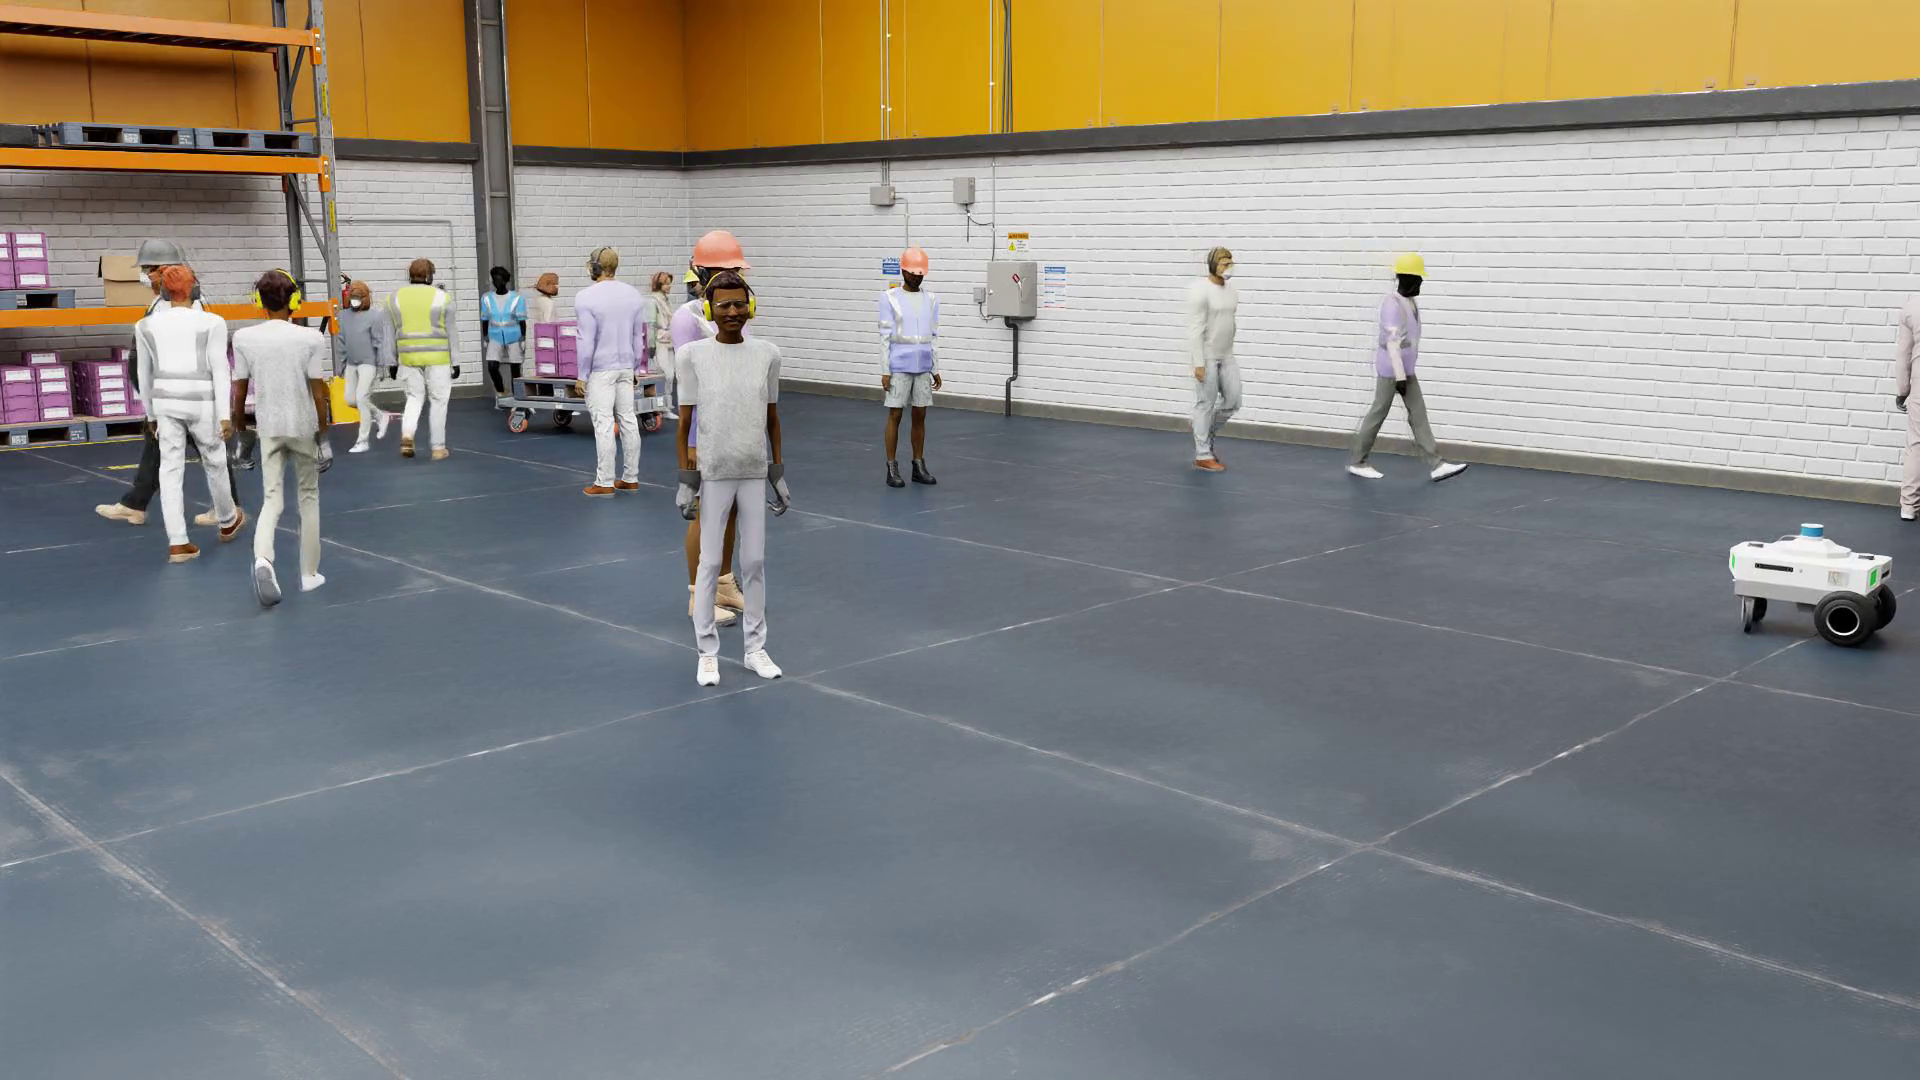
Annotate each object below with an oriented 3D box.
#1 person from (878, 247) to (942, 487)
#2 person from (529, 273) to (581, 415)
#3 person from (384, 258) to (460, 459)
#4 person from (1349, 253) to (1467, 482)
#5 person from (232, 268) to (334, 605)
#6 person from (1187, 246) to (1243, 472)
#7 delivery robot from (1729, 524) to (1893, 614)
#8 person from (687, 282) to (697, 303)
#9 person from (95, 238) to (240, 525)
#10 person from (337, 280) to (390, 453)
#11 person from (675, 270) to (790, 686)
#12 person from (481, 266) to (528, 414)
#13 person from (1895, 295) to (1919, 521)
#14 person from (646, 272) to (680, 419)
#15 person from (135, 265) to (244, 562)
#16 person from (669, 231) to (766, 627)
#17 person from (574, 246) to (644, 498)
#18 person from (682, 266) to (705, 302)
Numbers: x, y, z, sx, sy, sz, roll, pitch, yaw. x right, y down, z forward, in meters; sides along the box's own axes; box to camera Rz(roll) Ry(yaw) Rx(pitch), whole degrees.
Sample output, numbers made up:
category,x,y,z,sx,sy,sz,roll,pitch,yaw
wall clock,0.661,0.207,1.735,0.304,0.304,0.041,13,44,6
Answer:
category,x,y,z,sx,sy,sz,roll,pitch,yaw
person,-0.390,-1.391,13.441,0.542,1.928,0.377,-6,12,-28
person,-4.626,-2.174,18.597,0.605,1.614,0.525,-5,11,-24
person,-4.803,-1.609,14.916,0.646,1.819,0.531,0,10,0
person,3.666,-1.404,13.655,0.995,1.870,0.616,8,13,36
person,-3.762,-0.575,9.228,0.519,1.849,0.806,-1,10,-8
person,2.179,-1.536,14.222,0.640,1.924,0.434,-9,14,-42
delivery robot,4.321,0.160,8.472,0.707,0.478,0.477,9,13,40
person,-2.784,-2.362,18.840,0.627,1.887,0.865,-9,14,-41
person,-5.517,-1.087,11.469,0.979,2.000,0.695,-6,12,-31
person,-5.594,-1.642,15.658,0.511,1.608,0.550,4,11,22
person,-1.025,-0.275,7.536,0.531,1.860,0.316,-5,11,-25
person,-5.144,-2.261,18.837,0.552,1.672,0.394,-1,10,-3
person,6.921,-1.058,11.677,0.639,1.910,0.407,10,14,43
person,-3.238,-2.117,18.228,0.360,1.629,0.519,2,11,11
person,-4.902,-0.822,10.606,0.593,1.823,1.014,-1,10,-7
person,-1.237,-0.580,8.700,0.380,2.041,0.616,5,11,24
person,-2.719,-1.294,12.879,0.367,1.940,0.634,8,13,37
person,-2.333,-1.605,15.048,0.533,1.767,0.326,10,14,43
